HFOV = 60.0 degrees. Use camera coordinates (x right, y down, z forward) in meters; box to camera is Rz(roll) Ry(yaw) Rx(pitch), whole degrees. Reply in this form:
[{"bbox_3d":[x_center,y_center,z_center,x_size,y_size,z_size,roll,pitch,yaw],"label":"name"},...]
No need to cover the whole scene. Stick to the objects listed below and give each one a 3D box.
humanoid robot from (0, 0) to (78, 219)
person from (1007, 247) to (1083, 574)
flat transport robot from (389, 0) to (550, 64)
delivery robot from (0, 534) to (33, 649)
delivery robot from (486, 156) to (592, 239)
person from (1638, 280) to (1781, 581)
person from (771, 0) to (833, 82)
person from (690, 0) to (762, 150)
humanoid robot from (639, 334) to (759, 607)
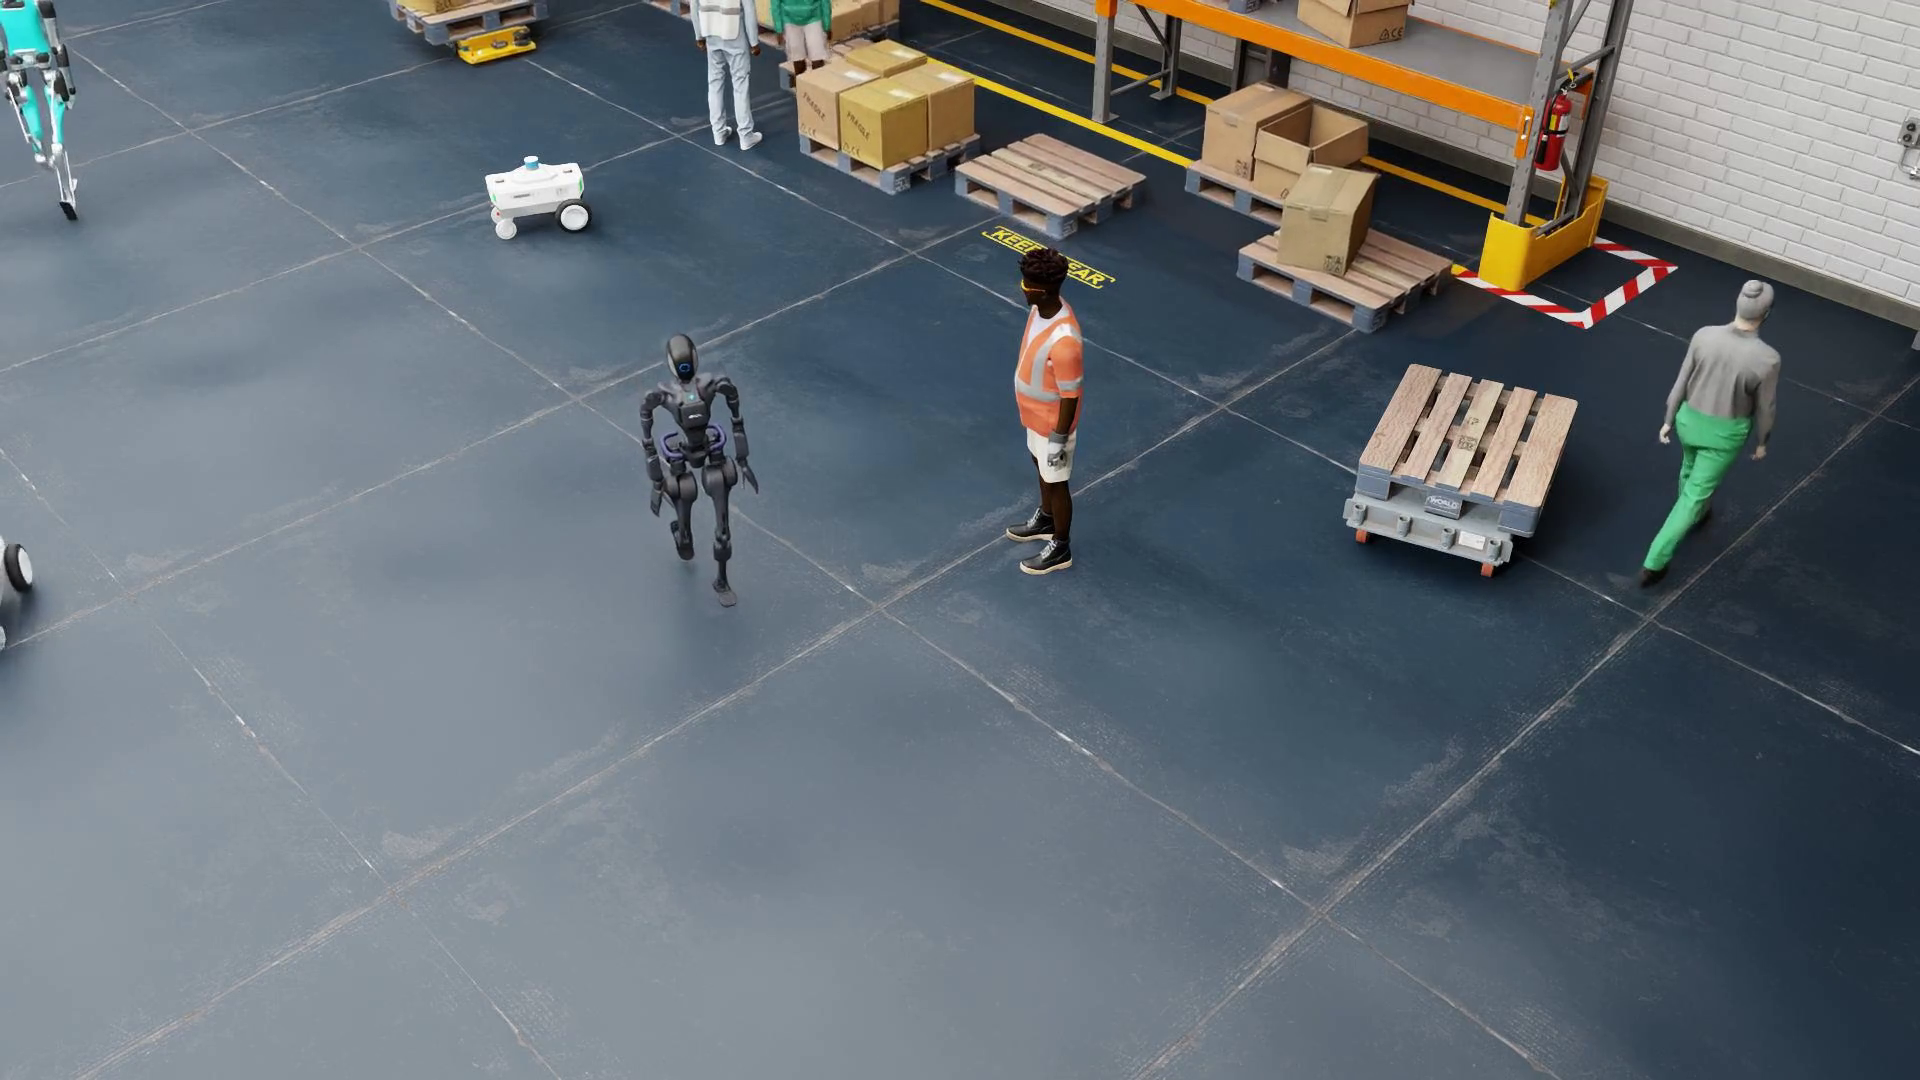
[{"bbox_3d":[-7.094,-3.352,12.766,0.554,1.773,0.959,-10,38,-13],"label":"humanoid robot"},{"bbox_3d":[0.471,-0.695,9.048,0.362,1.962,0.611,-7,38,-9],"label":"person"},{"bbox_3d":[-4.725,-4.958,16.098,0.659,0.231,1.431,-25,44,-29],"label":"flat transport robot"},{"bbox_3d":[-5.388,0.222,9.016,0.499,0.611,0.792,-11,39,-15],"label":"delivery robot"},{"bbox_3d":[-3.244,-2.657,12.825,0.813,0.609,0.499,-12,39,-16],"label":"delivery robot"},{"bbox_3d":[4.144,-0.629,9.103,0.954,1.795,0.543,-29,46,-33],"label":"person"},{"bbox_3d":[-1.302,-4.364,14.025,0.582,1.826,0.427,5,37,7],"label":"person"},{"bbox_3d":[-1.931,-4.159,13.682,0.585,1.911,0.400,12,39,16],"label":"person"},{"bbox_3d":[-1.412,-0.427,8.942,0.589,1.643,0.537,-14,39,-18],"label":"humanoid robot"}]
